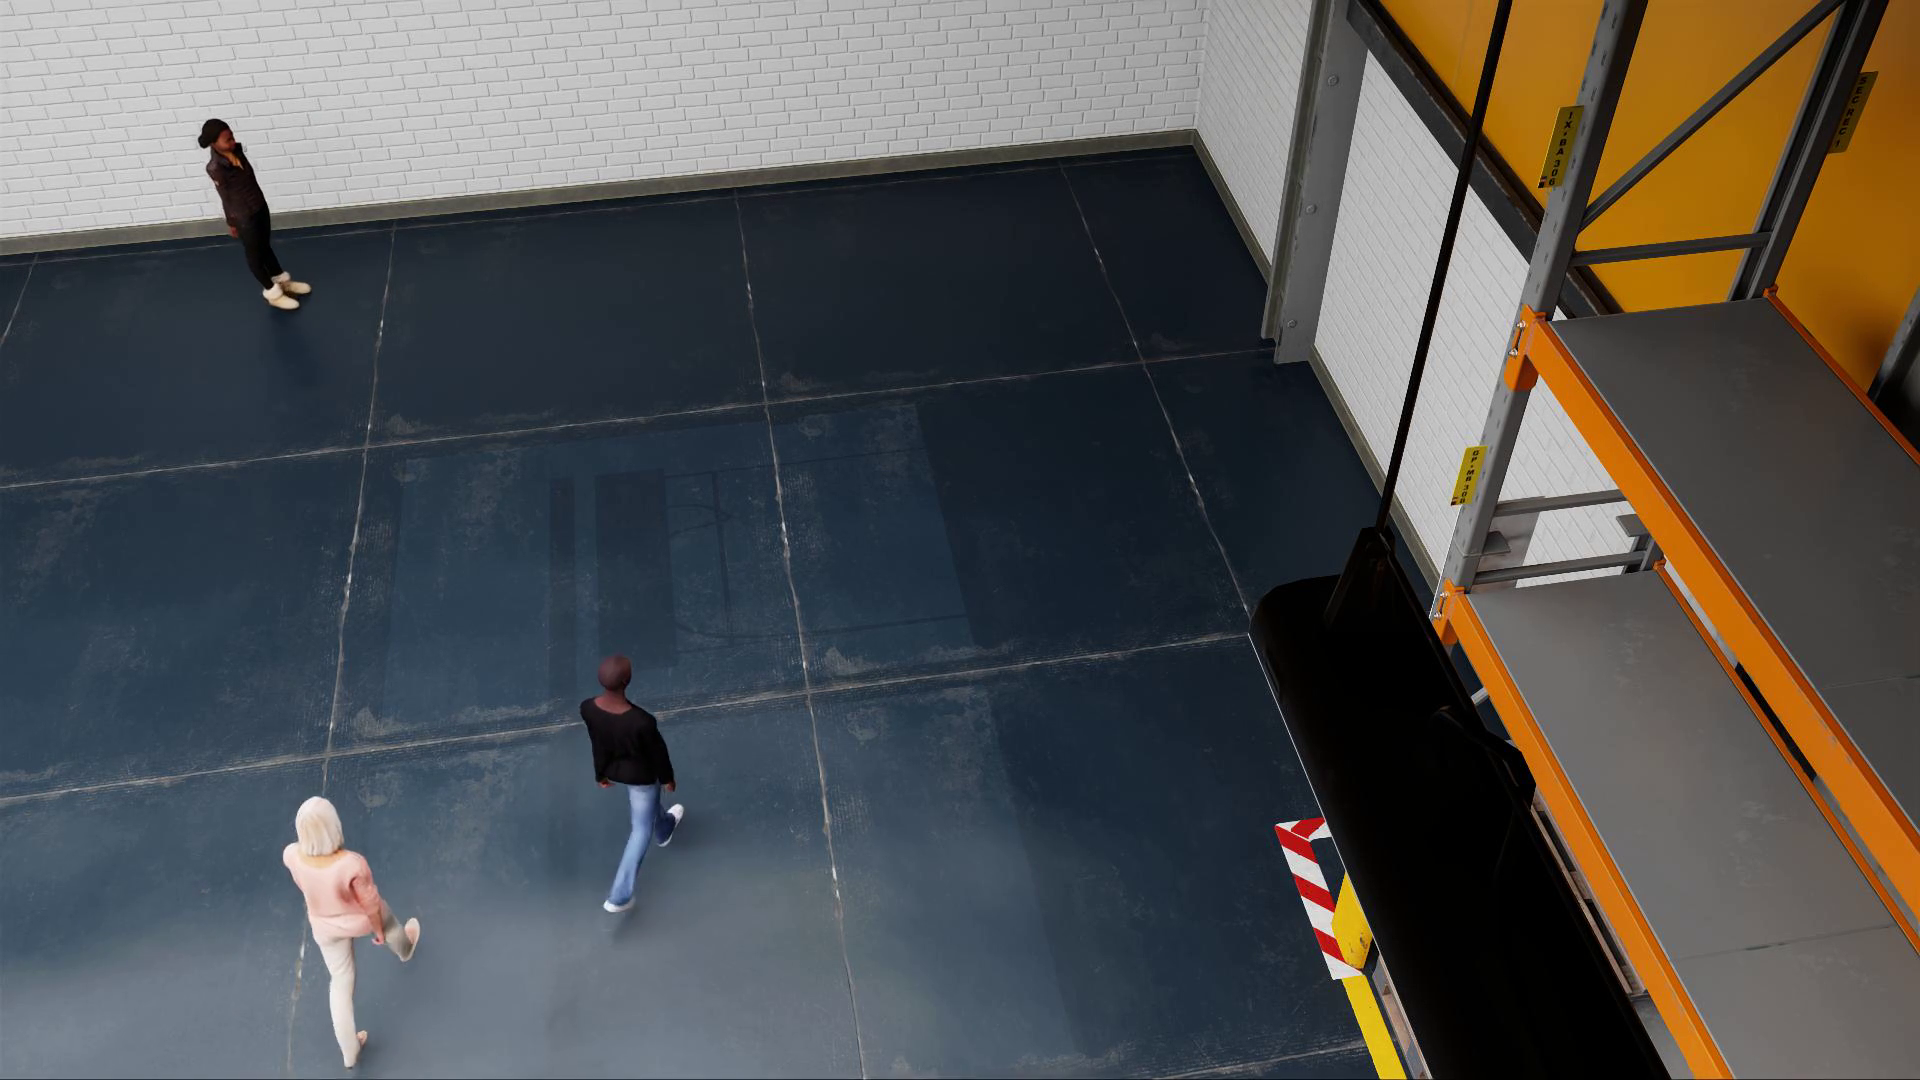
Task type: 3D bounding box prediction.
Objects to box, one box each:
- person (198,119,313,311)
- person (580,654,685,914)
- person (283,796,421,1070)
[{"bbox_3d":[-5.682,-2.608,13.271,0.735,1.658,0.693,24,49,23],"label":"person"},{"bbox_3d":[-1.824,1.333,9.091,0.980,1.719,1.212,14,45,14],"label":"person"},{"bbox_3d":[-3.141,1.988,8.431,0.777,1.681,1.207,2,44,2],"label":"person"}]
